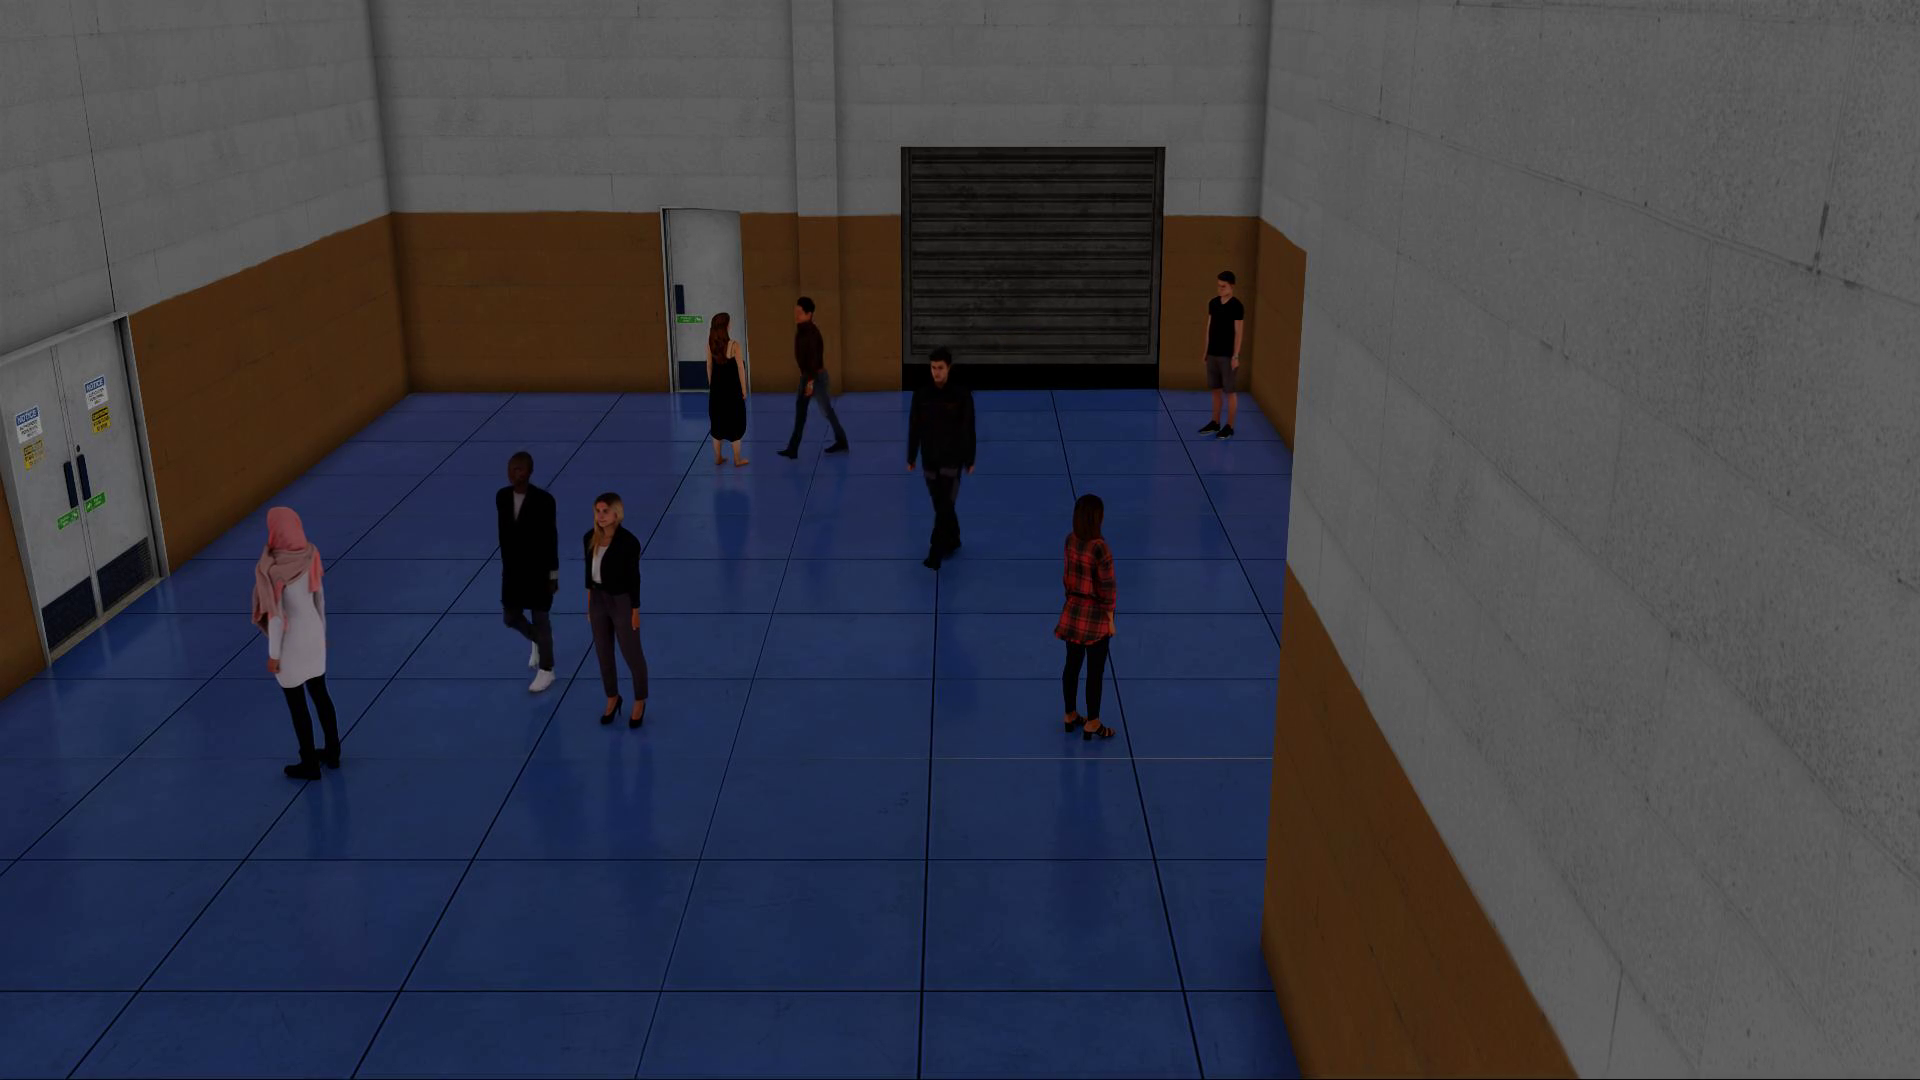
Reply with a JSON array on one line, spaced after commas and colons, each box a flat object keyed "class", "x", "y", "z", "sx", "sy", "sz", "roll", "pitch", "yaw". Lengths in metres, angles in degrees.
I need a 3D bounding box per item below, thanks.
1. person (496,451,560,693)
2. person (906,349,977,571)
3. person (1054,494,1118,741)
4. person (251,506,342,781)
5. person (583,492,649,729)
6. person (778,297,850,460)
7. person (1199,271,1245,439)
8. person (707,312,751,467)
[{"class": "person", "x": -3.039, "y": 0.196, "z": 11.965, "sx": 0.785, "sy": 1.751, "sz": 0.816, "roll": 5, "pitch": 19, "yaw": 15}, {"class": "person", "x": -0.120, "y": -0.729, "z": 14.469, "sx": 1.237, "sy": 1.903, "sz": 1.082, "roll": 7, "pitch": 20, "yaw": 20}, {"class": "person", "x": 0.851, "y": 0.508, "z": 11.113, "sx": 0.741, "sy": 1.704, "sz": 0.700, "roll": -14, "pitch": 23, "yaw": -37}, {"class": "person", "x": -4.196, "y": 0.649, "z": 10.540, "sx": 0.741, "sy": 1.803, "sz": 0.732, "roll": 9, "pitch": 21, "yaw": 25}, {"class": "person", "x": -2.334, "y": 0.472, "z": 11.279, "sx": 0.609, "sy": 1.666, "sz": 0.723, "roll": 8, "pitch": 20, "yaw": 23}, {"class": "person", "x": -1.484, "y": -1.697, "z": 17.614, "sx": 1.197, "sy": 1.728, "sz": 1.015, "roll": -8, "pitch": 20, "yaw": -23}, {"class": "person", "x": 2.956, "y": -2.086, "z": 18.559, "sx": 0.792, "sy": 1.861, "sz": 0.758, "roll": -14, "pitch": 23, "yaw": -35}, {"class": "person", "x": -2.464, "y": -1.583, "z": 17.439, "sx": 0.596, "sy": 1.624, "sz": 0.708, "roll": 6, "pitch": 20, "yaw": 17}]
